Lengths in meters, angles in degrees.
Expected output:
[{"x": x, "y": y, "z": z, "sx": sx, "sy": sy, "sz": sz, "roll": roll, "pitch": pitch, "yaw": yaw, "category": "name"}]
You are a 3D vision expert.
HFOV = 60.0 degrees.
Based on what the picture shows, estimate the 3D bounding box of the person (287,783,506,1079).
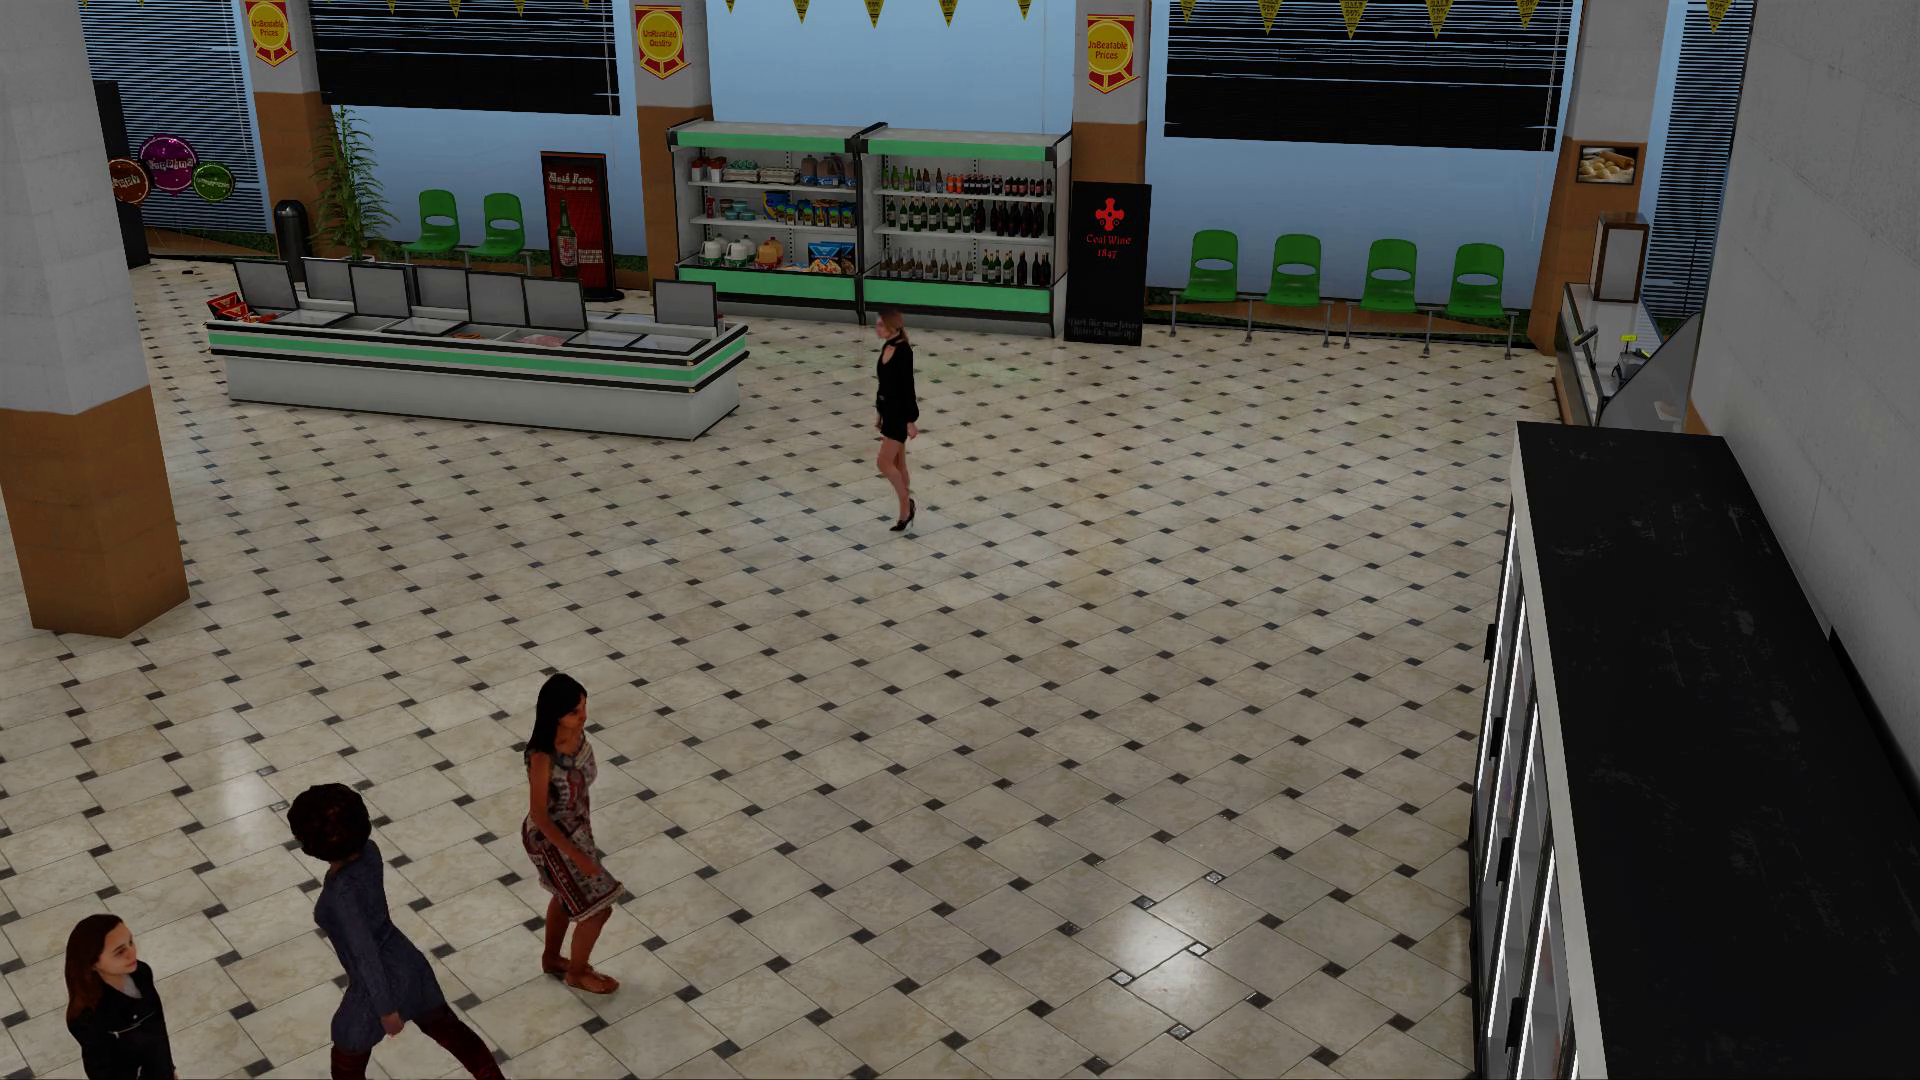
[{"x": -2.080, "y": 1.677, "z": 6.264, "sx": 1.213, "sy": 1.657, "sz": 0.880, "roll": 0, "pitch": 22, "yaw": 1, "category": "person"}]

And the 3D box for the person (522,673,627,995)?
[{"x": -1.770, "y": 1.327, "z": 7.195, "sx": 0.766, "sy": 1.612, "sz": 0.692, "roll": 0, "pitch": 22, "yaw": 1, "category": "person"}]

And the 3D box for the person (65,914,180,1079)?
[{"x": -2.897, "y": 1.945, "z": 5.831, "sx": 0.560, "sy": 1.483, "sz": 0.601, "roll": 0, "pitch": 22, "yaw": 1, "category": "person"}]

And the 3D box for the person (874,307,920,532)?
[{"x": -0.404, "y": -0.902, "z": 12.553, "sx": 0.775, "sy": 1.754, "sz": 0.720, "roll": -11, "pitch": 24, "yaw": -25, "category": "person"}]
